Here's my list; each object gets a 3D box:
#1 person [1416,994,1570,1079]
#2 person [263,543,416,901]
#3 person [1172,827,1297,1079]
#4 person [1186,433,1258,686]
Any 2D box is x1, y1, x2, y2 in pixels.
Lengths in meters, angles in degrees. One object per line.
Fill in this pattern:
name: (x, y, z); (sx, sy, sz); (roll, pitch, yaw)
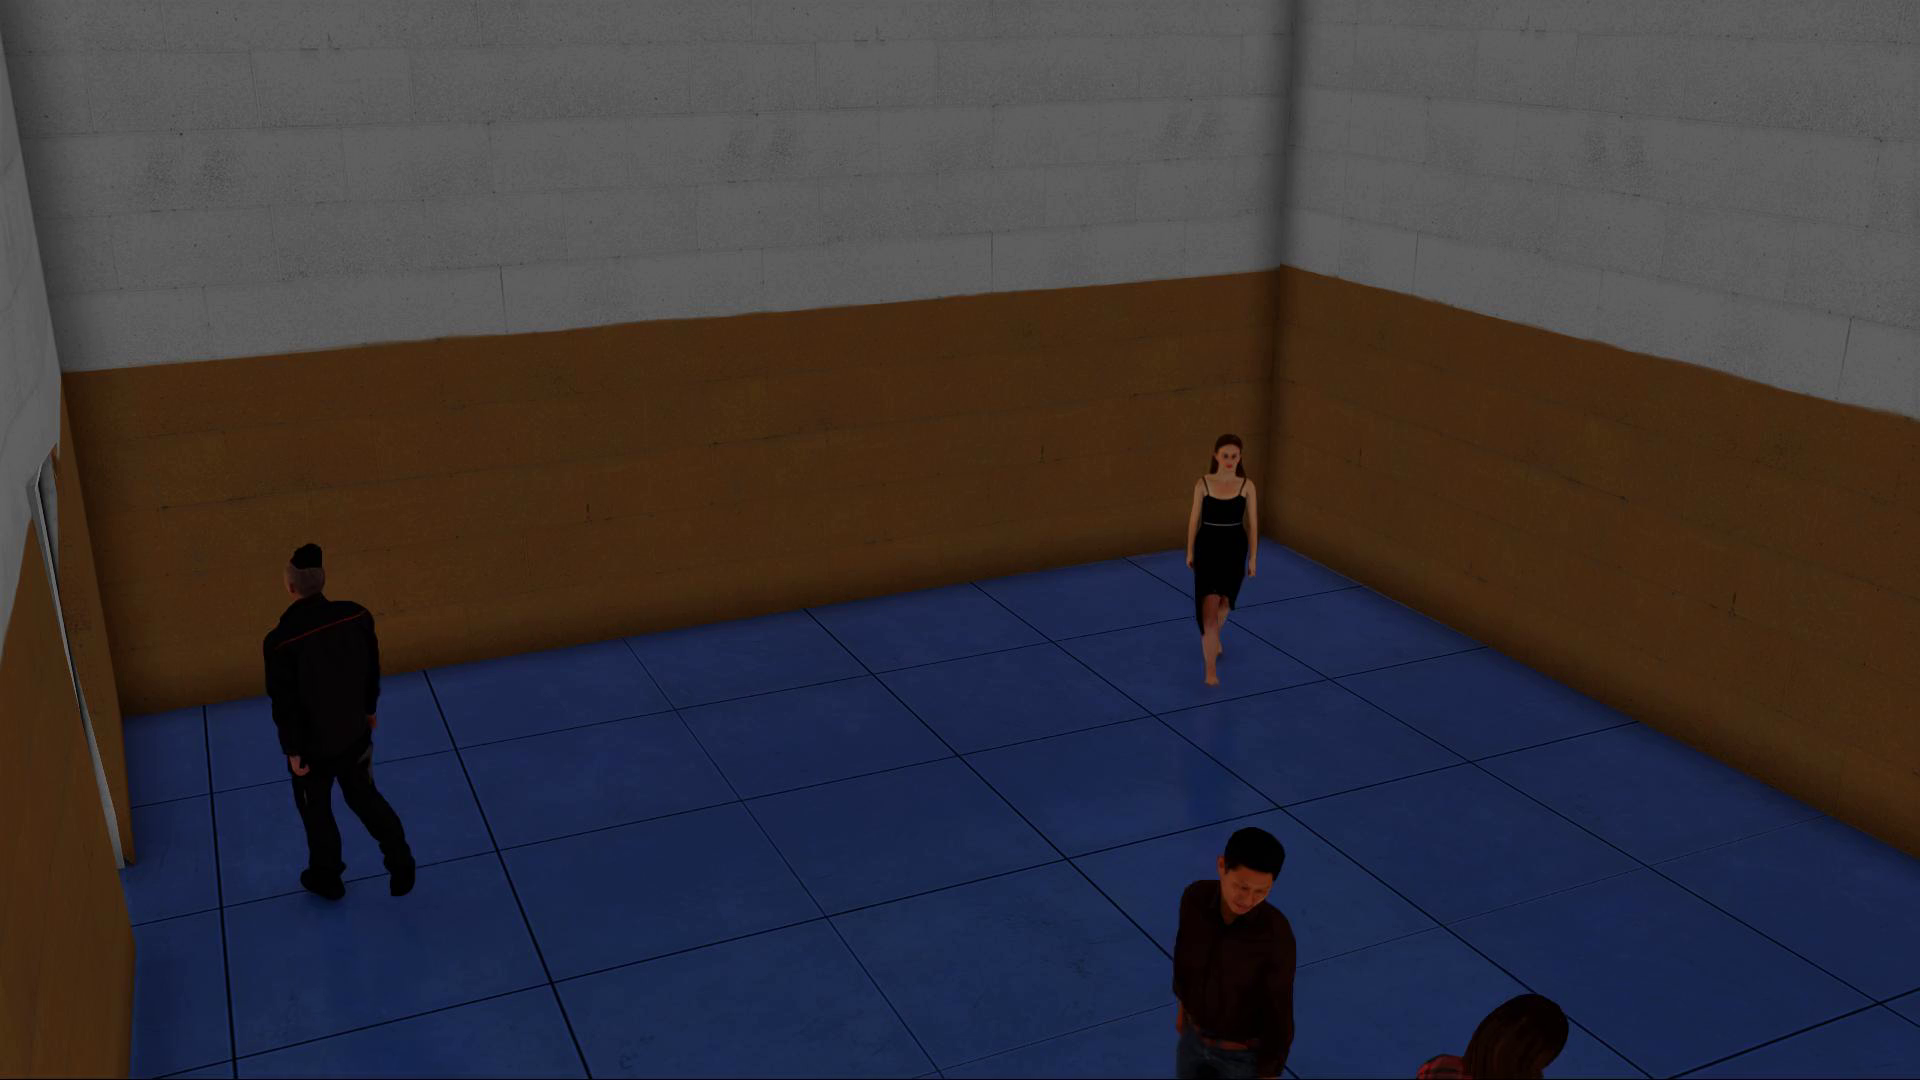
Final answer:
person: (1.456, 2.037, 4.841); (0.721, 1.687, 0.782); (1, 19, 4)
person: (-2.952, 0.904, 7.918); (1.057, 1.844, 1.045); (14, 23, 35)
person: (0.920, 1.709, 5.728); (0.751, 1.742, 0.867); (-10, 21, -28)
person: (1.697, 0.095, 10.788); (1.117, 1.567, 0.980); (1, 19, 2)
